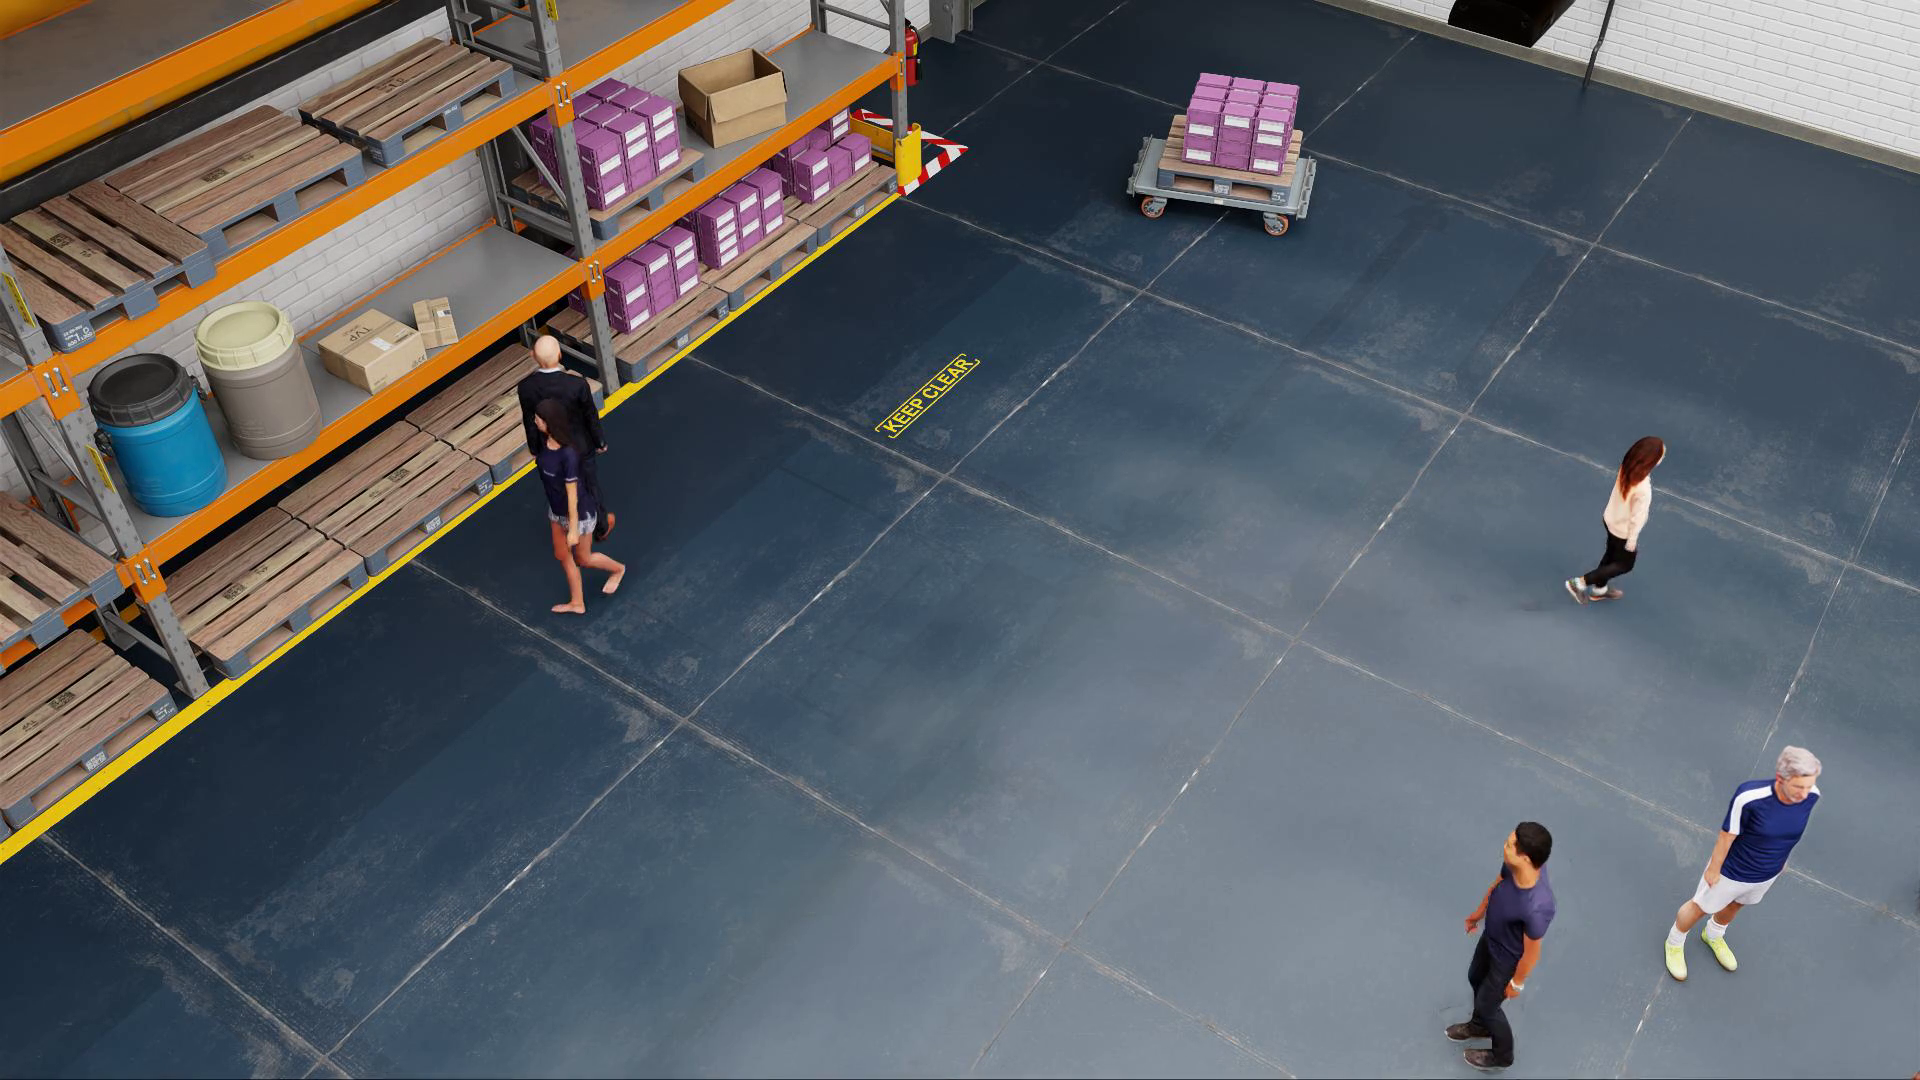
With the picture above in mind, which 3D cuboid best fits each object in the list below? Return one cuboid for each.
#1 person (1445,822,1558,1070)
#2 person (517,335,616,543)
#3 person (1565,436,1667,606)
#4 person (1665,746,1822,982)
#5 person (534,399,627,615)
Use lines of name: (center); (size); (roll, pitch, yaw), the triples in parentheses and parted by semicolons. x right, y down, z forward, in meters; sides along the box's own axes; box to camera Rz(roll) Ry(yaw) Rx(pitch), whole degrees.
person: (2.919, 2.172, 8.776); (0.833, 1.757, 0.719); (-7, 44, -8)
person: (-2.786, -0.690, 11.748); (0.773, 1.800, 0.817); (-4, 44, -5)
person: (4.478, -0.102, 11.367); (0.810, 1.474, 0.761); (1, 44, 1)
person: (4.327, 1.758, 9.150); (0.714, 1.839, 0.780); (-8, 44, -8)
person: (-2.586, -0.215, 11.298); (0.932, 1.733, 0.816); (-33, 53, -30)
